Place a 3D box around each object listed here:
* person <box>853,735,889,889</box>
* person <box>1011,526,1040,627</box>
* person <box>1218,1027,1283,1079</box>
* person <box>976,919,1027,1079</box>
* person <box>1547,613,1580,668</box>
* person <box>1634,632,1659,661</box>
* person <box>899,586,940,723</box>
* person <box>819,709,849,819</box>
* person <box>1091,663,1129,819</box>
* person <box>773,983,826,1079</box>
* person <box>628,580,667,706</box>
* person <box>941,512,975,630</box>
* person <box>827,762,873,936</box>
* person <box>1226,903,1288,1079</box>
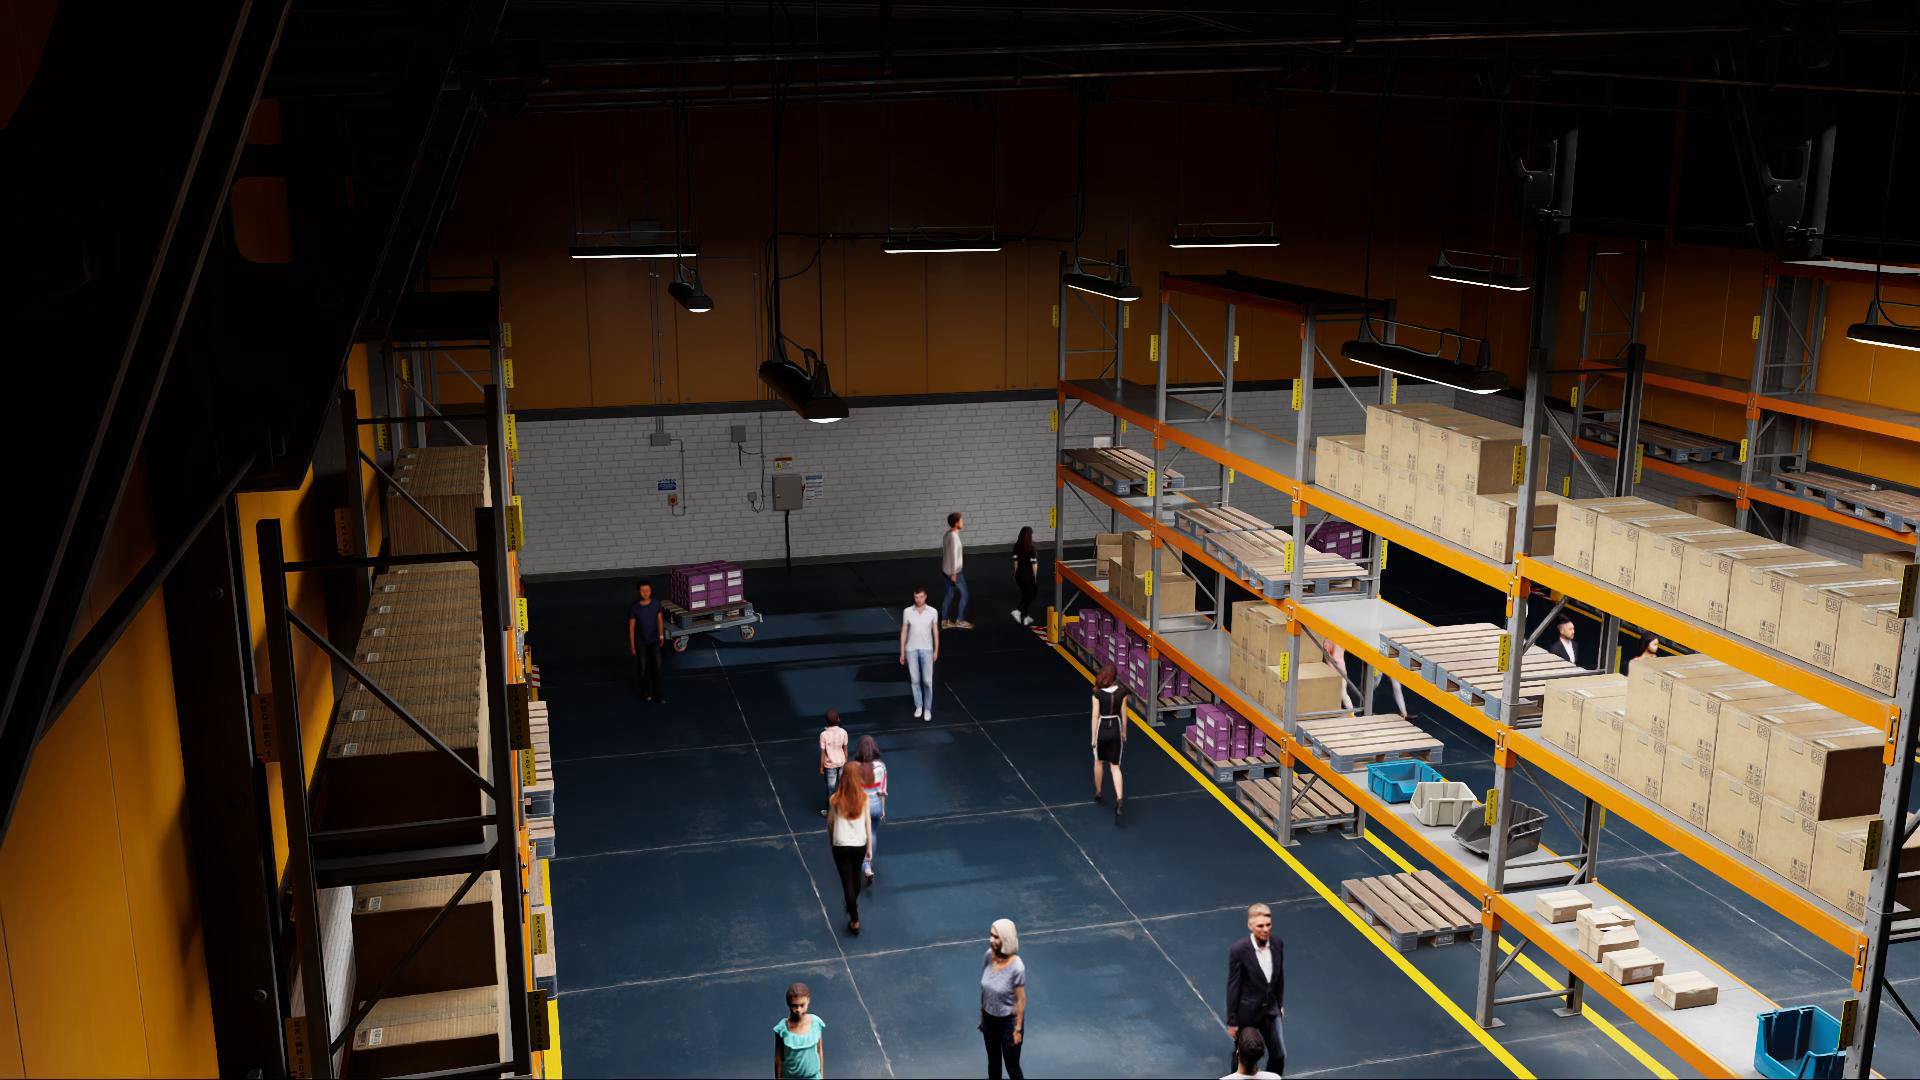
[{"bbox_3d":[-0.964,2.835,17.335,0.606,1.589,0.991,-4,14,-16],"label":"person"},{"bbox_3d":[1.006,0.605,26.468,0.871,1.624,0.897,11,18,39],"label":"person"},{"bbox_3d":[1.929,4.165,11.277,0.691,1.855,0.577,-3,14,-11],"label":"person"},{"bbox_3d":[0.343,3.785,13.128,0.611,1.721,0.724,13,19,43],"label":"person"},{"bbox_3d":[7.391,1.836,20.731,0.954,1.932,1.152,-10,17,-36],"label":"person"},{"bbox_3d":[8.426,1.959,20.702,0.691,1.706,0.714,-11,18,-39],"label":"person"},{"bbox_3d":[-0.538,1.489,22.380,0.780,1.831,0.832,2,14,7],"label":"person"},{"bbox_3d":[-1.435,2.561,19.062,0.534,1.307,0.523,-6,15,-23],"label":"person"},{"bbox_3d":[1.731,2.327,19.067,0.678,1.761,1.135,-2,14,-8],"label":"person"},{"bbox_3d":[-1.193,4.033,12.450,0.541,1.558,0.512,-4,14,-16],"label":"person"},{"bbox_3d":[-4.355,1.375,22.988,0.760,1.765,0.920,-7,15,-25],"label":"person"},{"bbox_3d":[-0.195,0.511,26.310,0.767,1.882,0.669,-3,14,-13],"label":"person"},{"bbox_3d":[-1.057,3.045,16.249,0.563,1.690,0.891,-4,14,-15],"label":"person"},{"bbox_3d":[2.334,3.704,13.301,0.719,1.798,0.768,-4,14,-17],"label":"person"}]
